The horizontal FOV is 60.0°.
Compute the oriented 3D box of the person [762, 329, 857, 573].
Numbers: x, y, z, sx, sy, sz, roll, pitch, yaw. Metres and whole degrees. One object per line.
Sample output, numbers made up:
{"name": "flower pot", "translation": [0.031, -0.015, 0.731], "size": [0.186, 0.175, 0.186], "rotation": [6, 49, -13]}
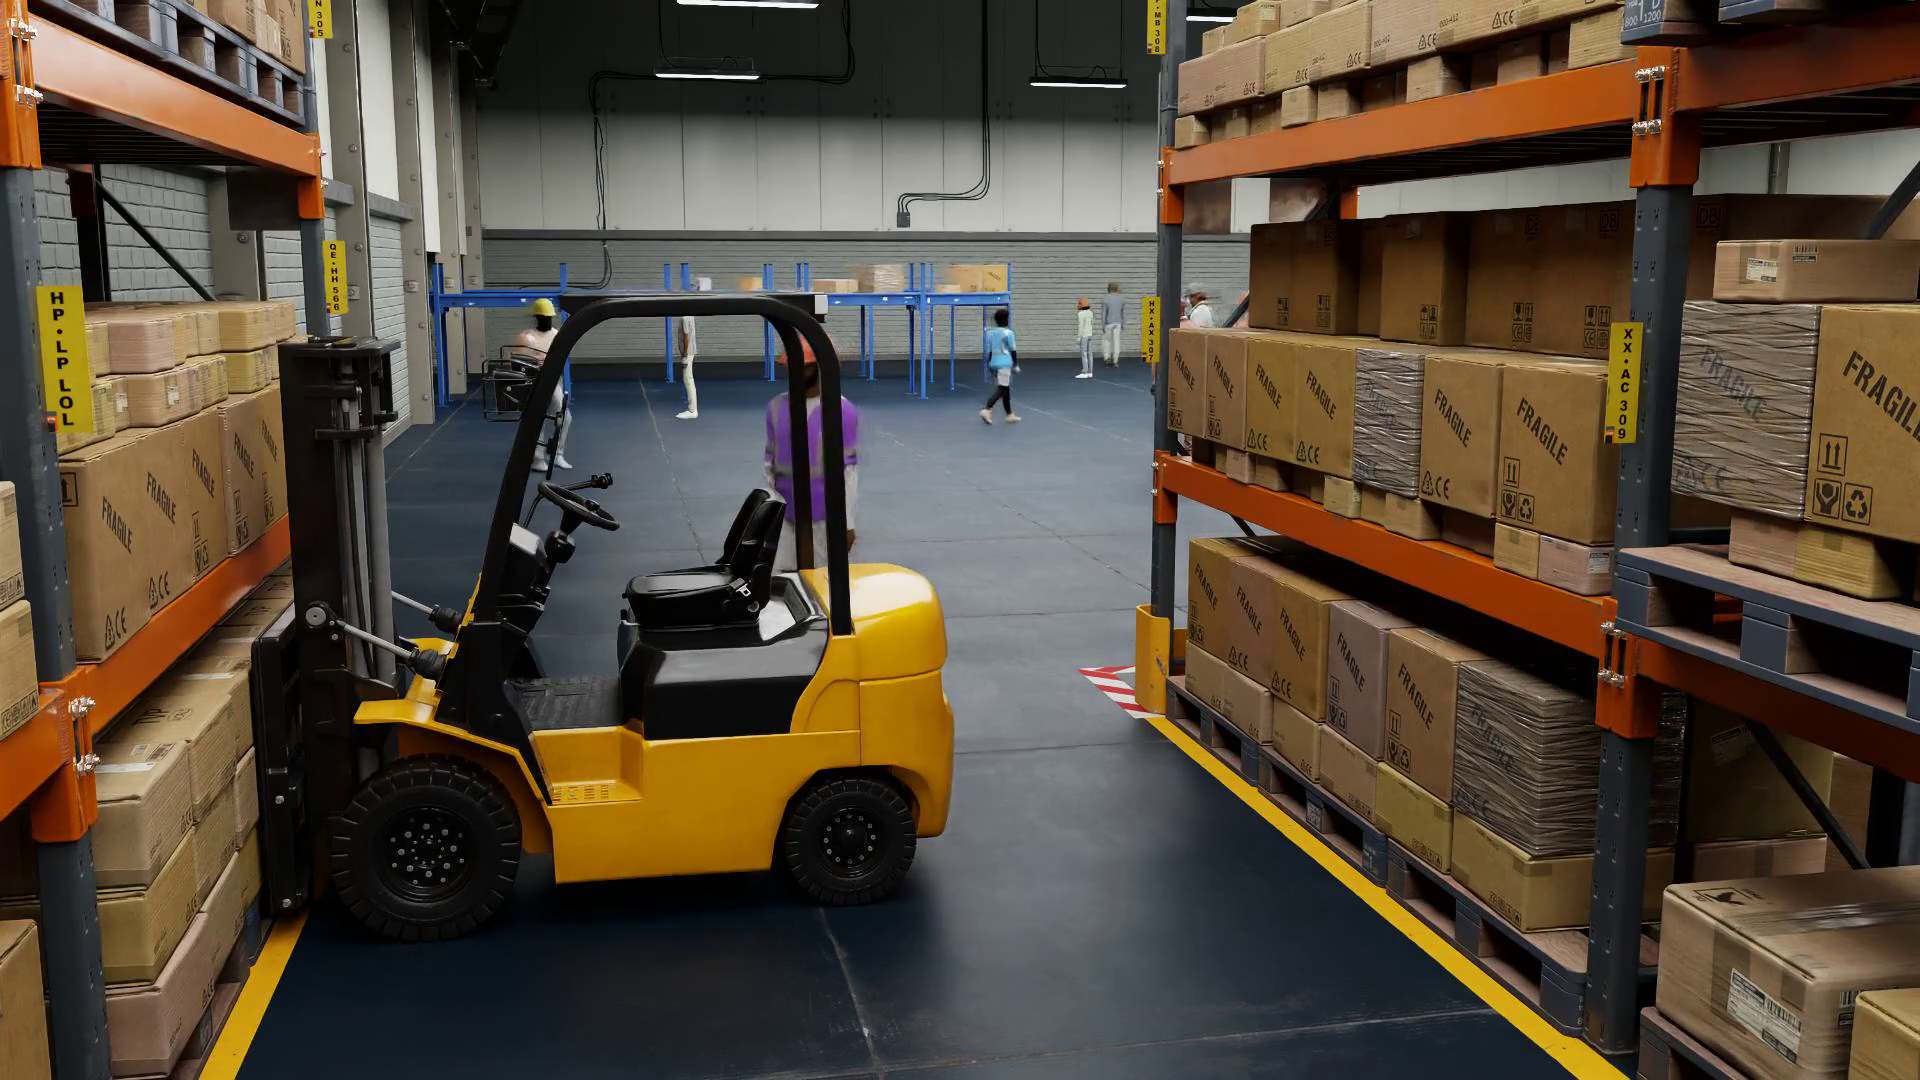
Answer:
{"name": "person", "translation": [-0.810, -0.156, 8.836], "size": [0.549, 1.939, 0.436], "rotation": [5, 10, 26]}

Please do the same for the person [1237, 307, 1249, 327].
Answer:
{"name": "person", "translation": [3.491, -1.881, 19.237], "size": [0.903, 1.960, 0.653], "rotation": [9, 13, 44]}

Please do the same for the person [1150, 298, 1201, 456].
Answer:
{"name": "person", "translation": [2.488, -1.847, 19.213], "size": [0.643, 1.908, 0.399], "rotation": [-3, 10, -17]}

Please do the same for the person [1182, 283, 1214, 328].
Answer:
{"name": "person", "translation": [3.661, -3.032, 26.155], "size": [0.921, 2.000, 0.707], "rotation": [0, 9, 2]}

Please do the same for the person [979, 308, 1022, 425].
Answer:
{"name": "person", "translation": [0.564, -2.492, 23.845], "size": [0.809, 1.671, 0.527], "rotation": [-6, 11, -32]}

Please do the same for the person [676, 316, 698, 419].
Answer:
{"name": "person", "translation": [-4.113, -2.761, 24.932], "size": [0.319, 1.864, 0.516], "rotation": [-1, 9, -6]}

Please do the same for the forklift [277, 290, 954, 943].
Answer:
{"name": "forklift", "translation": [-1.179, 0.175, 6.143], "size": [2.313, 2.155, 1.214], "rotation": [-2, 10, -12]}

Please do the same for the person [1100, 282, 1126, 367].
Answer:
{"name": "person", "translation": [3.450, -4.899, 37.807], "size": [0.641, 1.917, 0.658], "rotation": [-3, 10, -18]}

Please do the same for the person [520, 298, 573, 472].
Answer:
{"name": "person", "translation": [-4.516, -1.691, 18.258], "size": [0.588, 1.904, 0.608], "rotation": [6, 11, 33]}

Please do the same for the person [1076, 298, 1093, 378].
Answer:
{"name": "person", "translation": [2.535, -4.115, 33.869], "size": [0.284, 1.633, 0.498], "rotation": [7, 12, 36]}

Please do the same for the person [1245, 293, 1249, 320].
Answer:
{"name": "person", "translation": [5.619, -3.847, 31.382], "size": [0.553, 1.918, 0.804], "rotation": [-4, 10, -23]}

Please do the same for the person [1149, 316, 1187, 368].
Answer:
{"name": "person", "translation": [3.090, -2.704, 24.409], "size": [0.620, 1.923, 0.830], "rotation": [6, 11, 34]}
